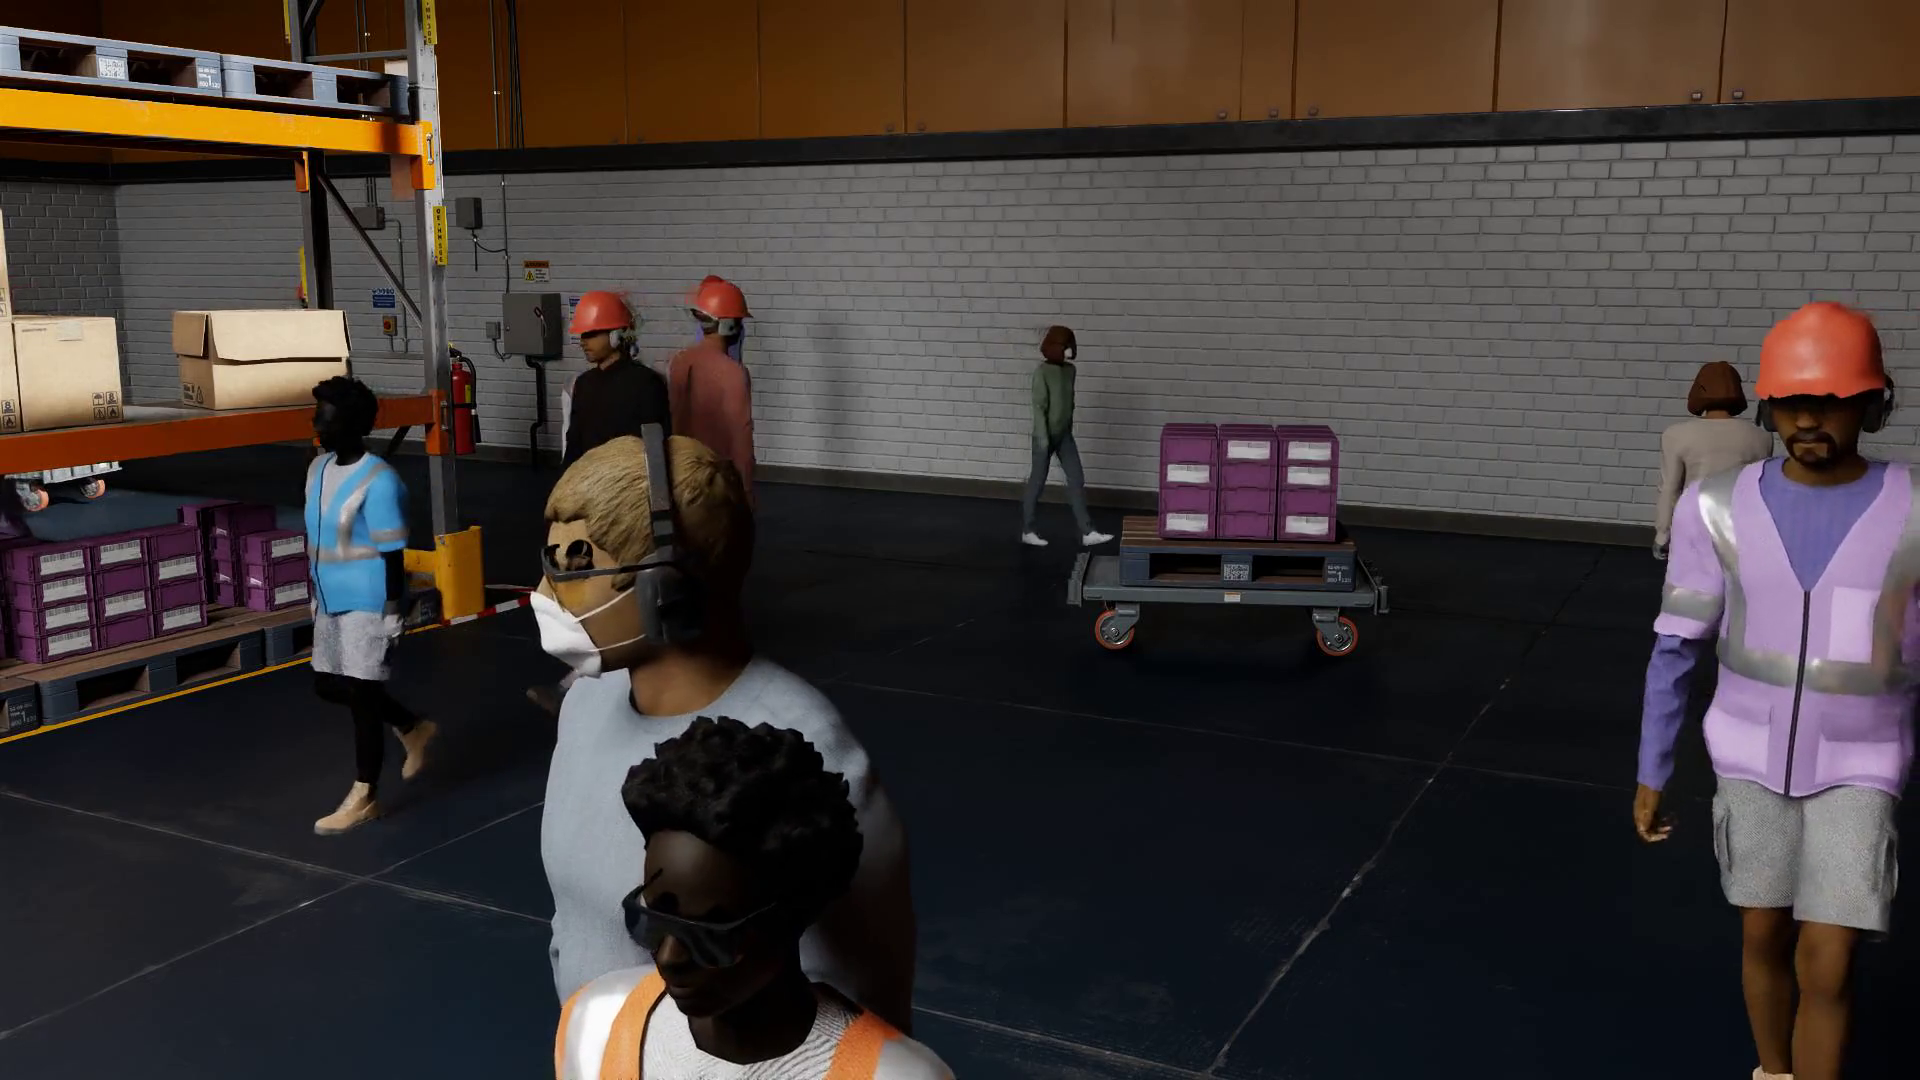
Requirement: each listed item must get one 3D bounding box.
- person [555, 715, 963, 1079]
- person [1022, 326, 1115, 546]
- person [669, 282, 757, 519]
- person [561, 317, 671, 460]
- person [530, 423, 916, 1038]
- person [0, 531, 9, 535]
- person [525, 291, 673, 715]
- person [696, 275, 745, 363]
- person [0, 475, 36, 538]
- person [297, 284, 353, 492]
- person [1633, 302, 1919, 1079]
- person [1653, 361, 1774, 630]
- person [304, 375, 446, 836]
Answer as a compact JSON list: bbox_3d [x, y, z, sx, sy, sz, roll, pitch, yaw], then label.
[{"bbox_3d":[-0.201,0.996,1.699,0.535,1.698,0.321,6,11,29],"label":"person"},{"bbox_3d":[0.755,-0.725,11.944,0.792,1.598,0.538,8,13,40],"label":"person"},{"bbox_3d":[-1.229,-0.322,8.511,0.438,1.975,0.650,-9,13,-42],"label":"person"},{"bbox_3d":[-1.810,-0.313,8.897,0.602,1.828,0.404,-1,10,-7],"label":"person"},{"bbox_3d":[-0.303,0.822,2.016,0.349,1.935,0.635,-8,13,-39],"label":"person"},{"bbox_3d":[-5.489,-0.457,9.336,0.710,1.964,0.620,-7,12,-35],"label":"person"},{"bbox_3d":[-1.659,-0.162,7.673,0.997,1.941,0.659,-10,14,-44],"label":"person"},{"bbox_3d":[-2.048,-1.246,13.987,0.360,1.936,0.552,6,11,30],"label":"person"},{"bbox_3d":[-5.981,-0.504,9.996,0.976,1.854,0.658,-8,13,-38],"label":"person"},{"bbox_3d":[-5.544,-1.297,14.379,0.560,1.909,0.897,3,10,17],"label":"person"},{"bbox_3d":[1.783,0.510,3.575,0.656,2.014,0.783,8,12,38],"label":"person"},{"bbox_3d":[3.481,-0.012,7.725,0.497,1.633,0.288,1,10,8],"label":"person"},{"bbox_3d":[-2.198,0.222,6.196,0.545,1.683,0.545,8,13,40],"label":"person"}]
